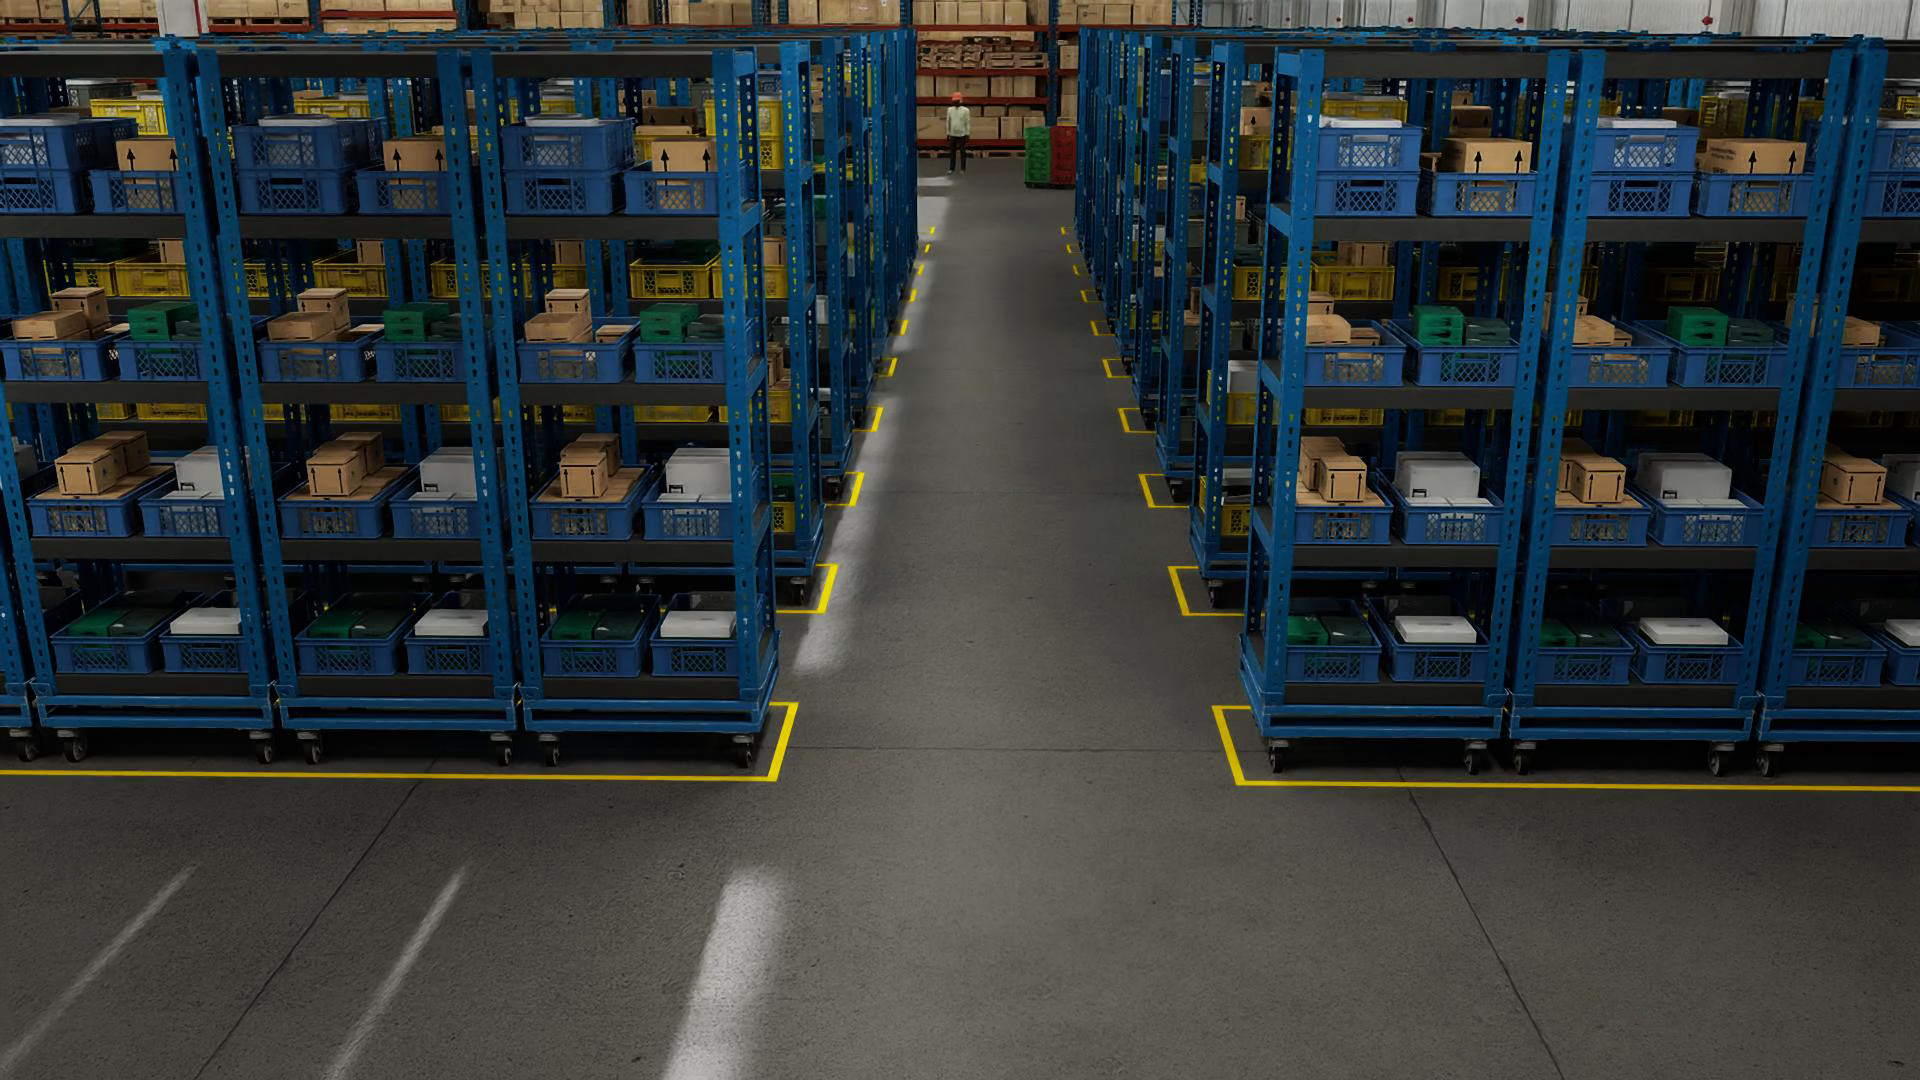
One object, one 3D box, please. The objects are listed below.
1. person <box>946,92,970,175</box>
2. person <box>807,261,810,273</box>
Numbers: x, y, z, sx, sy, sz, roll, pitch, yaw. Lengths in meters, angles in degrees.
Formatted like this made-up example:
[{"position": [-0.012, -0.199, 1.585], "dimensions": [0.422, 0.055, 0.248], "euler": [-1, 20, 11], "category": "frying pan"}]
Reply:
[{"position": [-0.052, -10.000, 40.961], "dimensions": [0.610, 1.996, 0.384], "euler": [7, 19, 20], "category": "person"}, {"position": [-1.800, -2.438, 17.190], "dimensions": [0.877, 1.788, 0.617], "euler": [1, 17, 2], "category": "person"}]
